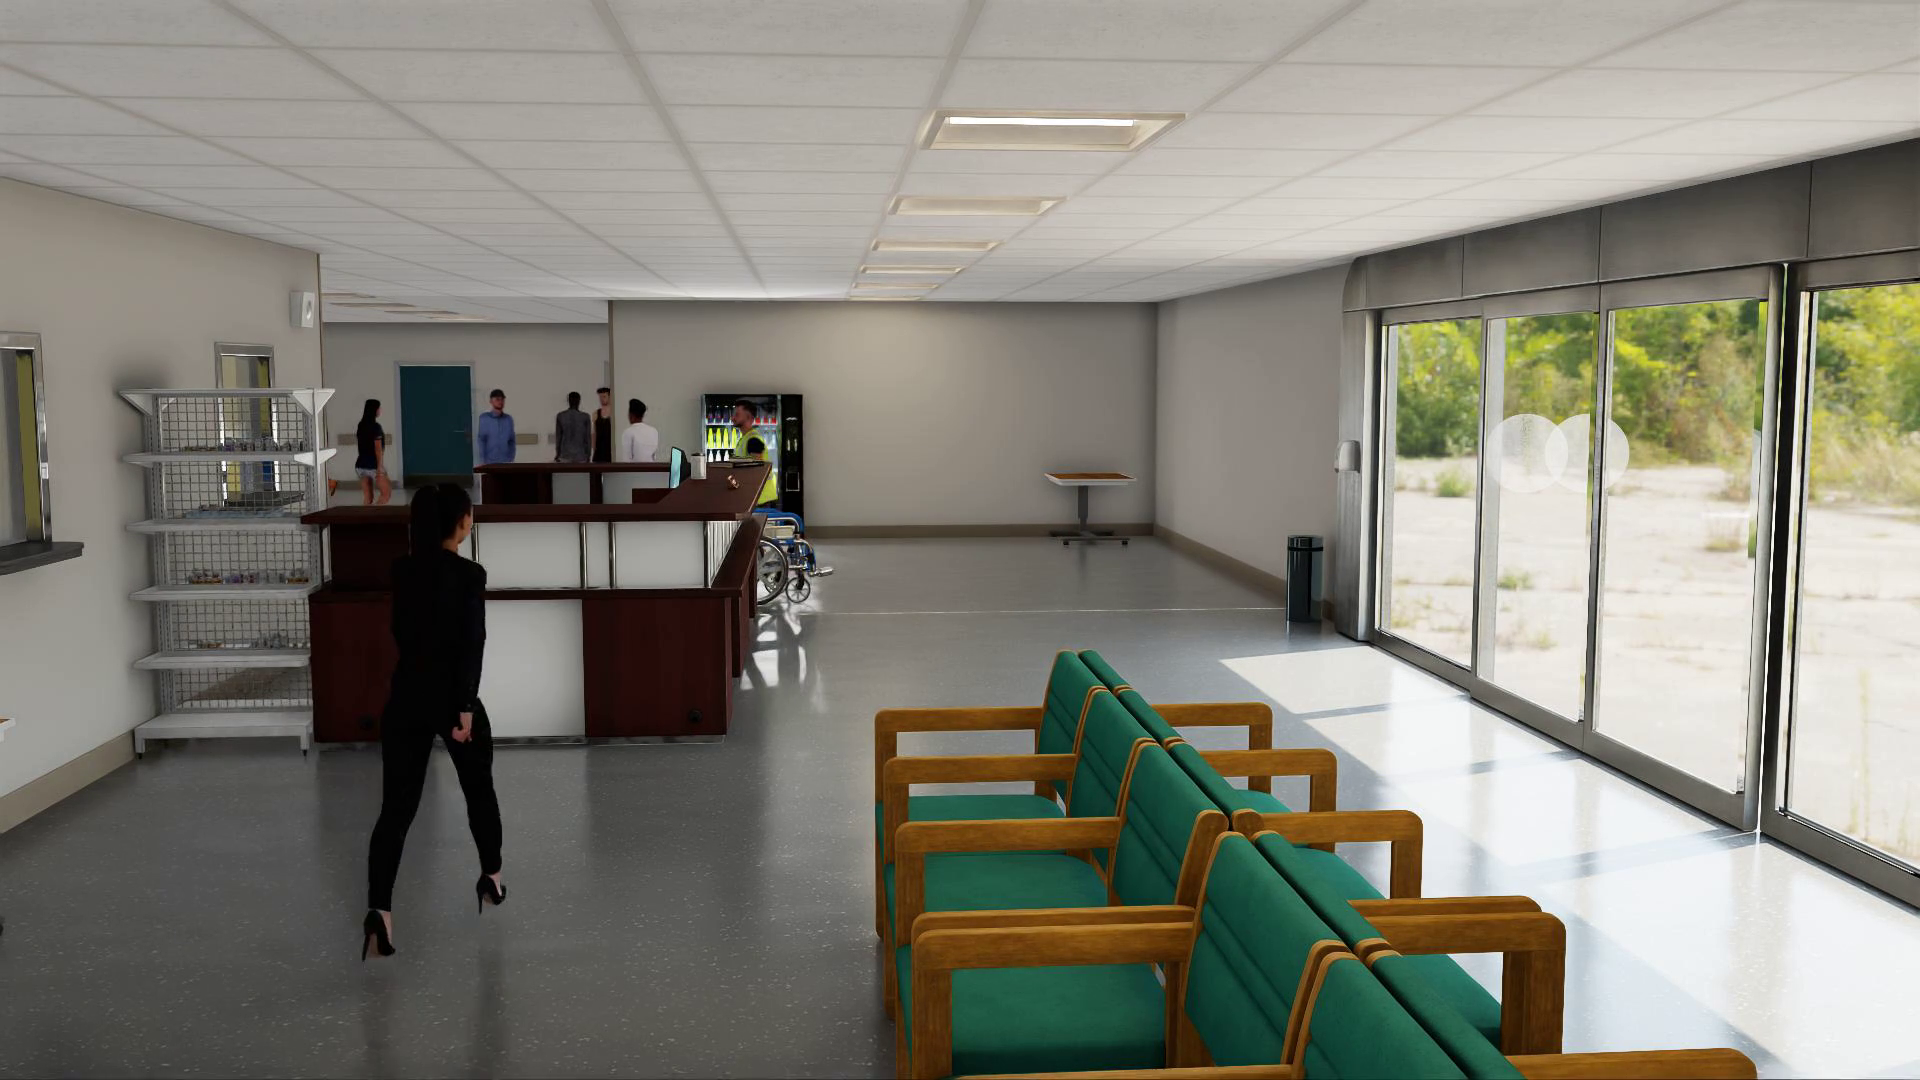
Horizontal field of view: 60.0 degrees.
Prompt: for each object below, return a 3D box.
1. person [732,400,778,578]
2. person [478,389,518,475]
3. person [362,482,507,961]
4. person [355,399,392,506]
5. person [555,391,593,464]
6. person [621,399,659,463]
[{"bbox_3d":[-1.966,-0.427,15.967,0.820,1.836,0.784,-1,6,-14],"label":"person"},{"bbox_3d":[-5.936,-0.977,21.220,0.897,1.878,0.939,-4,7,-37],"label":"person"},{"bbox_3d":[-1.926,0.671,5.926,1.093,1.662,0.795,1,6,8],"label":"person"},{"bbox_3d":[-7.513,-0.891,21.008,0.693,1.751,0.777,3,6,26],"label":"person"},{"bbox_3d":[-5.468,-1.163,23.431,1.071,1.807,0.781,-1,6,-10],"label":"person"},{"bbox_3d":[-3.509,-0.654,18.397,0.780,1.801,0.851,-5,8,-42],"label":"person"}]
